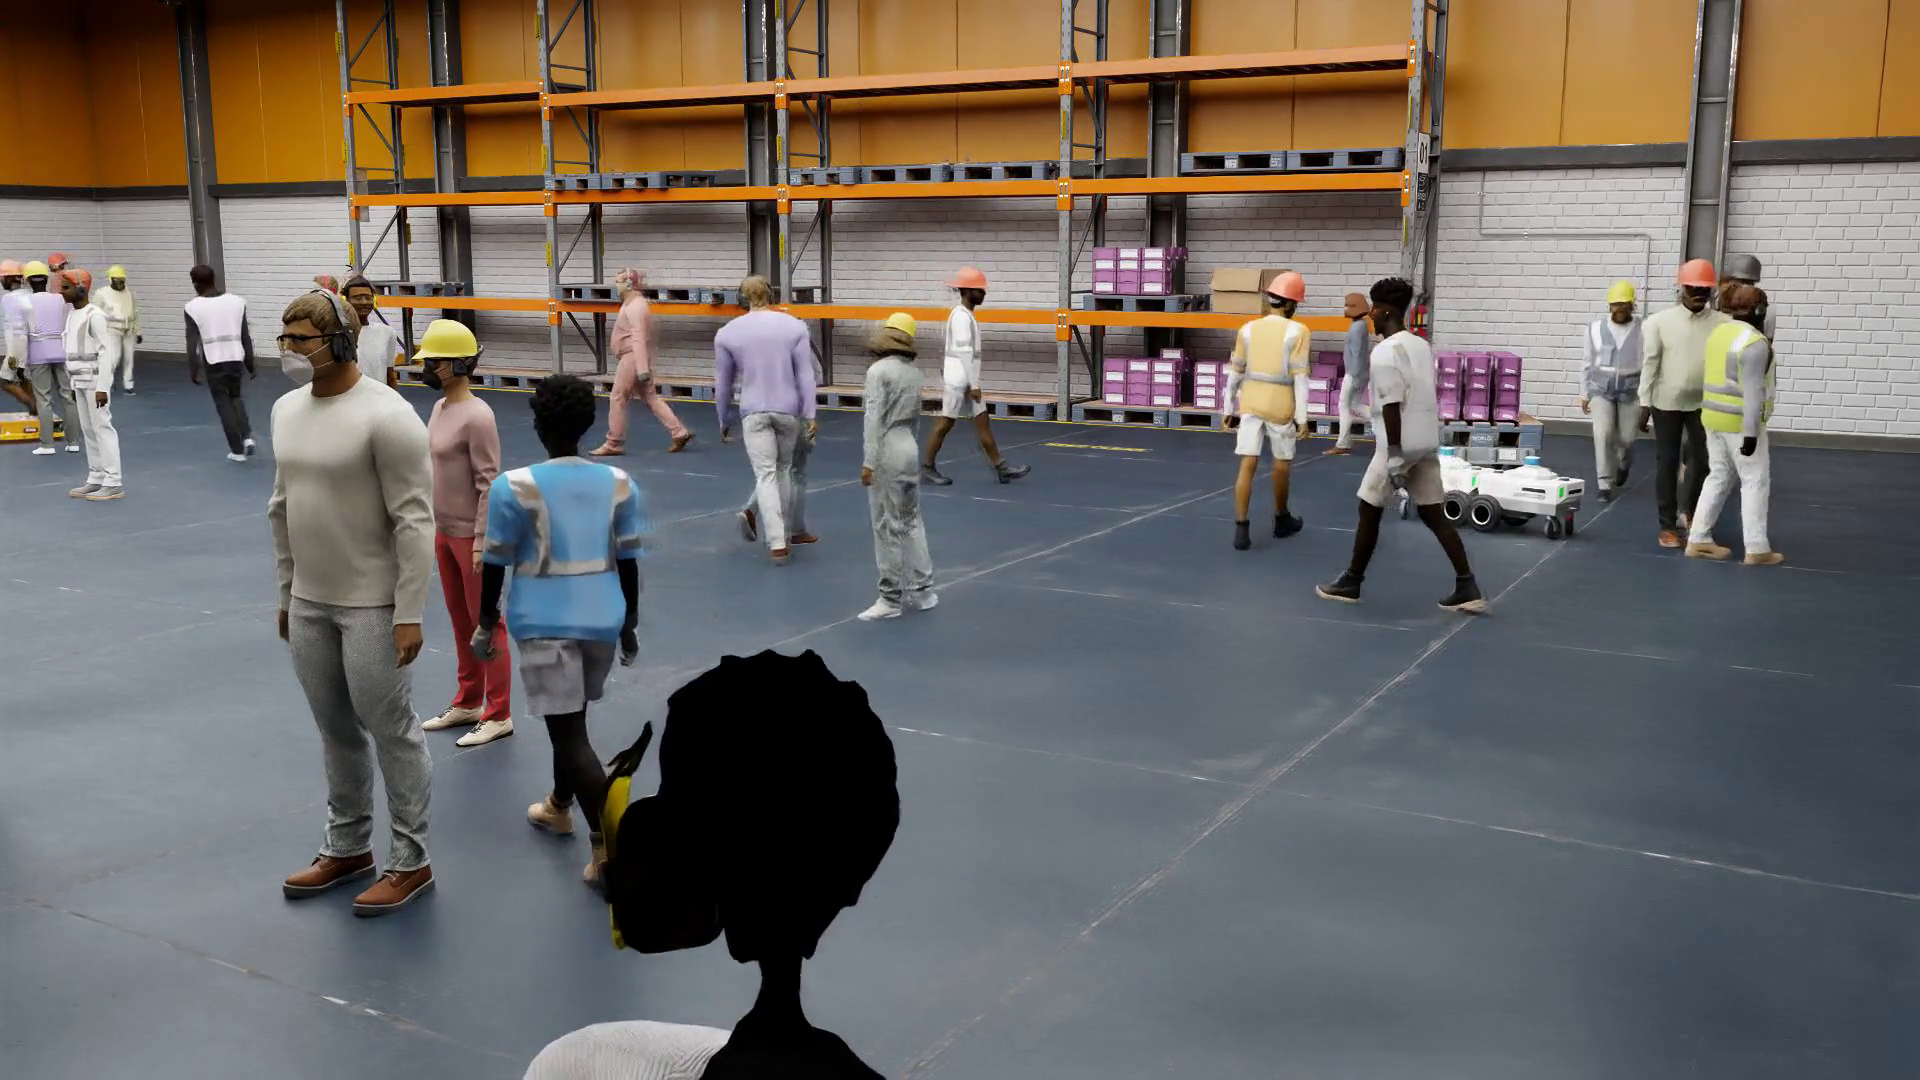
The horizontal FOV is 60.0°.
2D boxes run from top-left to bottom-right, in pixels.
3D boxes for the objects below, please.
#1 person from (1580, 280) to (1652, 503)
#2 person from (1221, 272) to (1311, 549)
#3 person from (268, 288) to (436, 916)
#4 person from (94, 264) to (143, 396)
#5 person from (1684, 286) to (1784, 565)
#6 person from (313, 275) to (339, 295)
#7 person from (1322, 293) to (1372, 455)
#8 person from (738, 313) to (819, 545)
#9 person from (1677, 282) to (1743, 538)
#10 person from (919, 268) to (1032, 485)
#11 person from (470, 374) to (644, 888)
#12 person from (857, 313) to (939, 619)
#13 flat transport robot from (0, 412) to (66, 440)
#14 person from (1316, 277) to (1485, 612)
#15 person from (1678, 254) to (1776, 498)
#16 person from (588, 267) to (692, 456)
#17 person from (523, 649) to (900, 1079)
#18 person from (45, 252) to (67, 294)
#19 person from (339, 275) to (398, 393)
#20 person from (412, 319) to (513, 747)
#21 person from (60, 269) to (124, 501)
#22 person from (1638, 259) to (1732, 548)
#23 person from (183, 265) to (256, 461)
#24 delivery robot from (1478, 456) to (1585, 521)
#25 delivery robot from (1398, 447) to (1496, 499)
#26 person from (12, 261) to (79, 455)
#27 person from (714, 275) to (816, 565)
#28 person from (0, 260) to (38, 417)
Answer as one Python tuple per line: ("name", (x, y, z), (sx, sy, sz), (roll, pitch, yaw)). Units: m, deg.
("person", (5.390, -1.222, 13.620), (0.592, 1.807, 0.666), (4, 11, 22))
("person", (2.146, -0.909, 11.578), (0.698, 1.873, 0.952), (7, 12, 33))
("person", (-1.894, 0.196, 5.174), (0.634, 1.938, 0.355), (6, 12, 30))
("person", (-11.632, -2.898, 23.019), (0.430, 1.820, 0.597), (7, 12, 36))
("person", (5.128, -0.749, 10.925), (0.520, 1.814, 0.650), (-1, 10, -5))
("person", (-6.142, -1.704, 16.355), (0.986, 1.796, 0.573), (-2, 10, -9))
("person", (3.954, -1.634, 16.435), (0.610, 1.617, 0.506), (5, 11, 25))
("person", (-1.229, -0.740, 11.379), (0.504, 1.615, 0.560), (8, 13, 38))
("person", (5.371, -0.919, 11.833), (0.546, 1.811, 0.583), (8, 13, 39))
("person", (0.088, -1.391, 14.327), (1.005, 1.877, 0.567), (2, 10, 9))
("person", (-1.283, 0.283, 5.486), (0.534, 1.654, 0.864), (-9, 14, -42))
("person", (-0.374, -0.412, 9.316), (0.348, 1.698, 0.614), (5, 11, 28))
("flat transport robot", (-10.183, -1.249, 18.076), (0.652, 0.197, 1.431), (-7, 12, -34))
("person", (2.577, -0.531, 9.466), (0.609, 1.891, 0.990), (-10, 14, -44))
("person", (6.332, -1.361, 13.702), (0.716, 2.000, 0.566), (2, 10, 10))
("person", (-3.170, -1.761, 16.469), (0.969, 1.871, 0.634), (-1, 10, -5))
("person", (-0.115, 0.953, 1.076), (0.520, 1.873, 0.333), (6, 12, 31))
("person", (-14.473, -3.681, 27.038), (0.728, 1.973, 0.623), (0, 10, -1))
("person", (-3.976, -0.820, 11.109), (0.511, 1.877, 0.328), (-8, 13, -37))
("person", (-2.082, -0.028, 6.930), (0.315, 1.769, 0.523), (-8, 13, -39))
("person", (-7.115, -1.264, 13.597), (0.577, 1.882, 0.349), (9, 13, 41))
("person", (4.977, -0.929, 11.417), (0.633, 1.977, 0.421), (2, 10, 12))
("person", (-7.118, -1.694, 16.001), (0.458, 1.888, 0.634), (9, 14, 42))
("delivery robot", (4.101, -0.357, 11.957), (0.477, 0.478, 0.707), (-9, 13, -40))
("delivery robot", (3.657, -0.457, 12.524), (0.477, 0.478, 0.707), (-9, 13, -40))
("person", (-9.072, -1.797, 16.518), (0.381, 1.918, 0.584), (8, 13, 37))
("person", (-1.296, -0.808, 11.045), (0.640, 1.868, 0.940), (-2, 10, -13))
("person", (-10.180, -2.065, 18.028), (0.429, 1.918, 0.563), (0, 10, 0))
